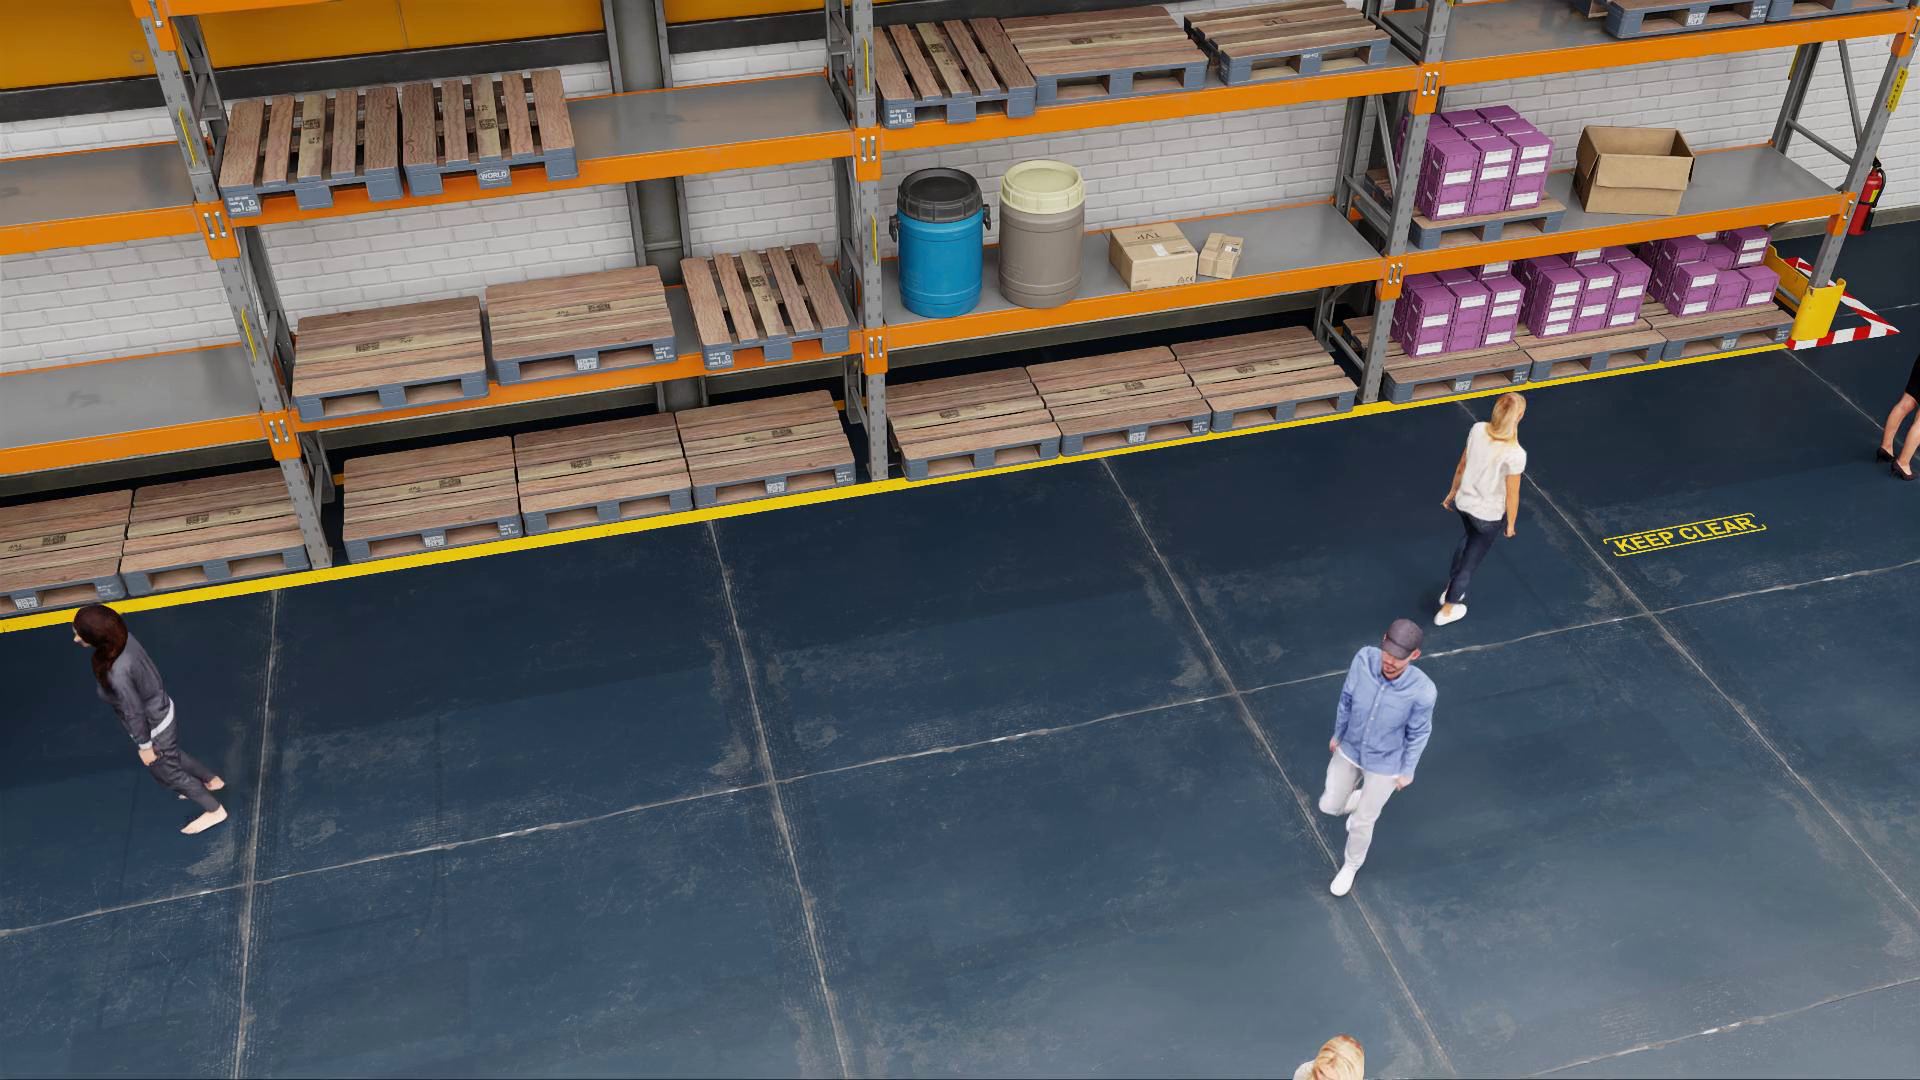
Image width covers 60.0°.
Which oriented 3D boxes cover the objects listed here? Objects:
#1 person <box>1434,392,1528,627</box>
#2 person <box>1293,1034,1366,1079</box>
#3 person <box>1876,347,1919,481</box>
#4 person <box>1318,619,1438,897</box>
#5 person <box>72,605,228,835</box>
[{"bbox_3d":[3.244,-0.146,10.618,0.706,1.799,0.708,-21,43,-24],"label":"person"},{"bbox_3d":[1.574,2.656,7.103,0.941,1.807,1.102,30,48,32],"label":"person"},{"bbox_3d":[7.040,-1.198,12.033,0.490,1.676,0.575,-5,39,-6],"label":"person"},{"bbox_3d":[2.262,1.104,8.995,0.903,1.871,0.994,29,47,31],"label":"person"},{"bbox_3d":[-4.453,0.983,9.250,0.685,1.741,0.731,-11,40,-13],"label":"person"}]
